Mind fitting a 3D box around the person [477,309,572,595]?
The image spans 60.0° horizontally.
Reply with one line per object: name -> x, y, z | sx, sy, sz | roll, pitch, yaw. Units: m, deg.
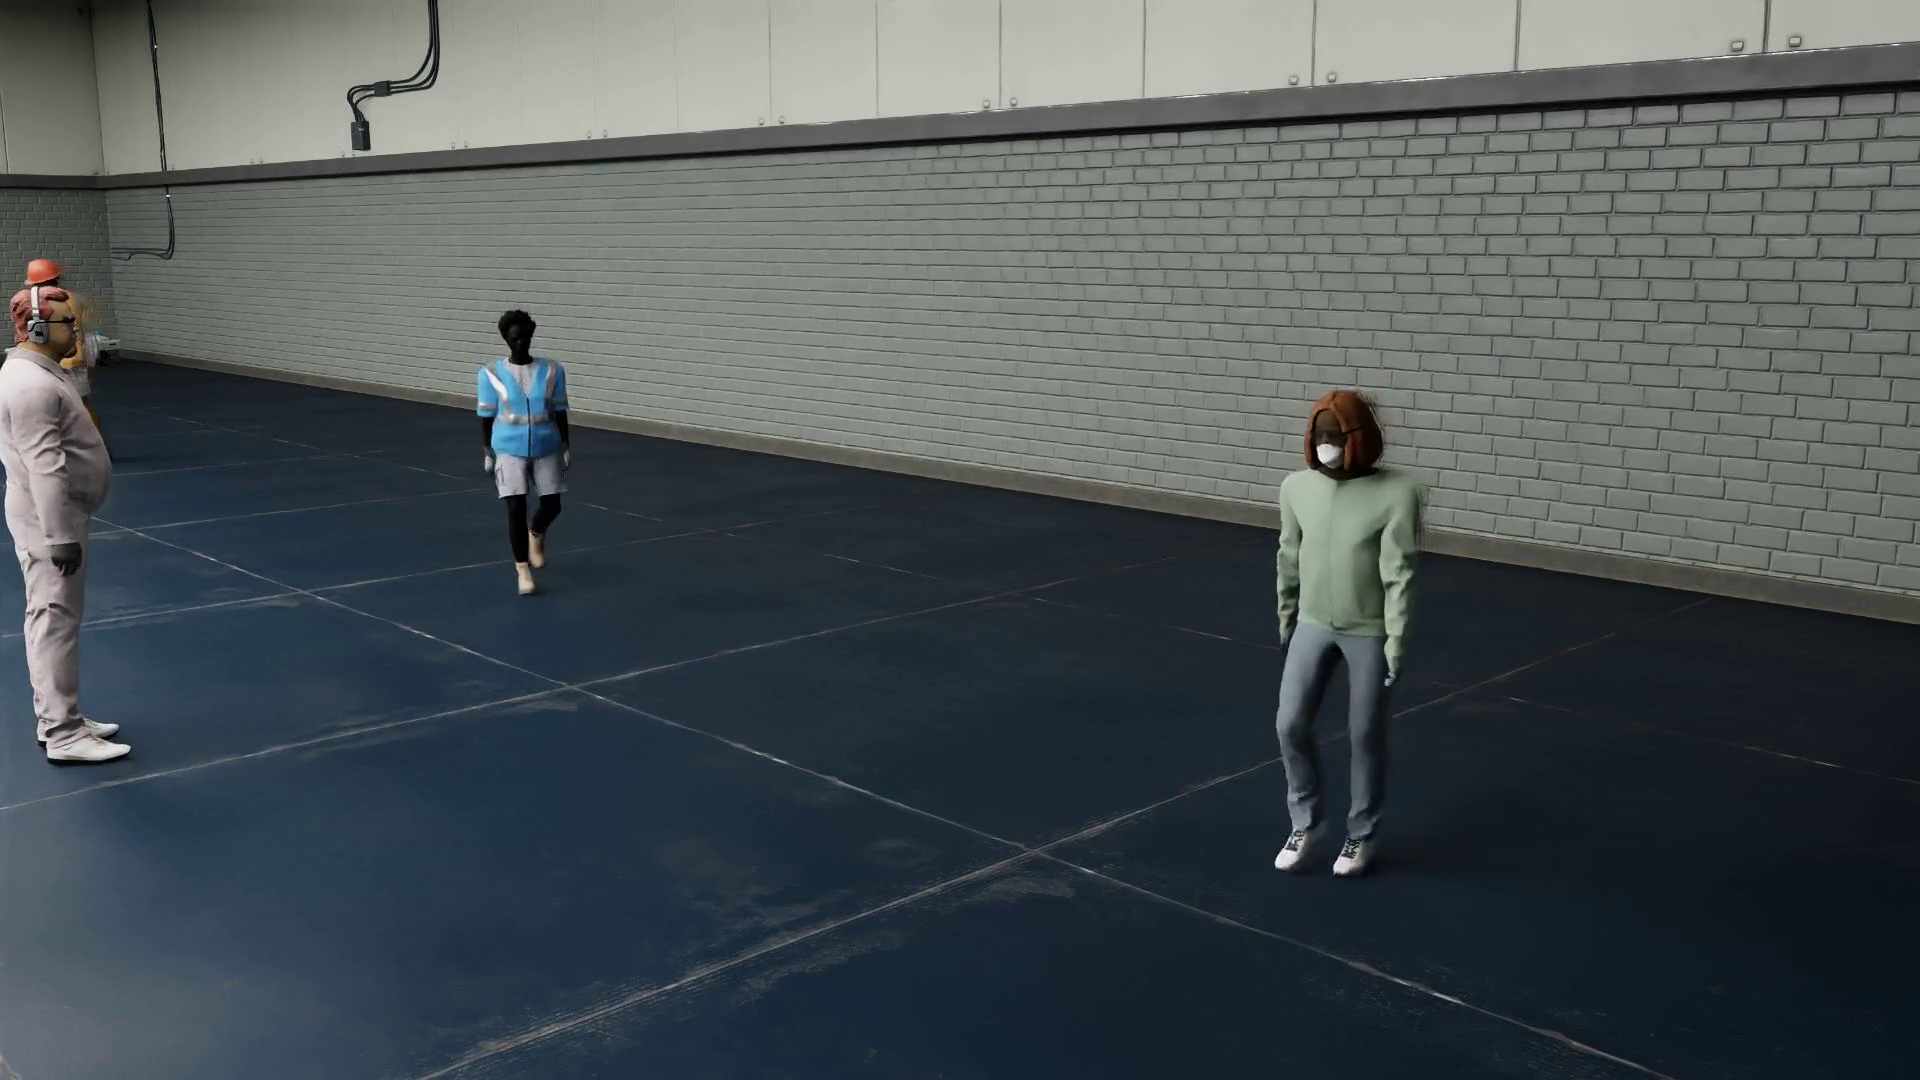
person -> -2.608, -0.539, 9.937 | 0.540, 1.677, 0.521 | -5, 11, -24

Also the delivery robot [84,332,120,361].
delivery robot -> -14.086, -3.164, 27.199 | 0.477, 0.478, 0.707 | 1, 11, 7

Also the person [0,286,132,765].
person -> -3.643, -0.064, 6.743 | 0.401, 1.910, 0.642 | -6, 12, -29

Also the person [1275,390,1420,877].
person -> 1.238, 0.321, 5.426 | 0.518, 1.614, 0.483 | 7, 13, 34

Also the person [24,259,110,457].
person -> -8.279, -1.638, 15.377 | 0.399, 1.898, 0.626 | 4, 11, 19
